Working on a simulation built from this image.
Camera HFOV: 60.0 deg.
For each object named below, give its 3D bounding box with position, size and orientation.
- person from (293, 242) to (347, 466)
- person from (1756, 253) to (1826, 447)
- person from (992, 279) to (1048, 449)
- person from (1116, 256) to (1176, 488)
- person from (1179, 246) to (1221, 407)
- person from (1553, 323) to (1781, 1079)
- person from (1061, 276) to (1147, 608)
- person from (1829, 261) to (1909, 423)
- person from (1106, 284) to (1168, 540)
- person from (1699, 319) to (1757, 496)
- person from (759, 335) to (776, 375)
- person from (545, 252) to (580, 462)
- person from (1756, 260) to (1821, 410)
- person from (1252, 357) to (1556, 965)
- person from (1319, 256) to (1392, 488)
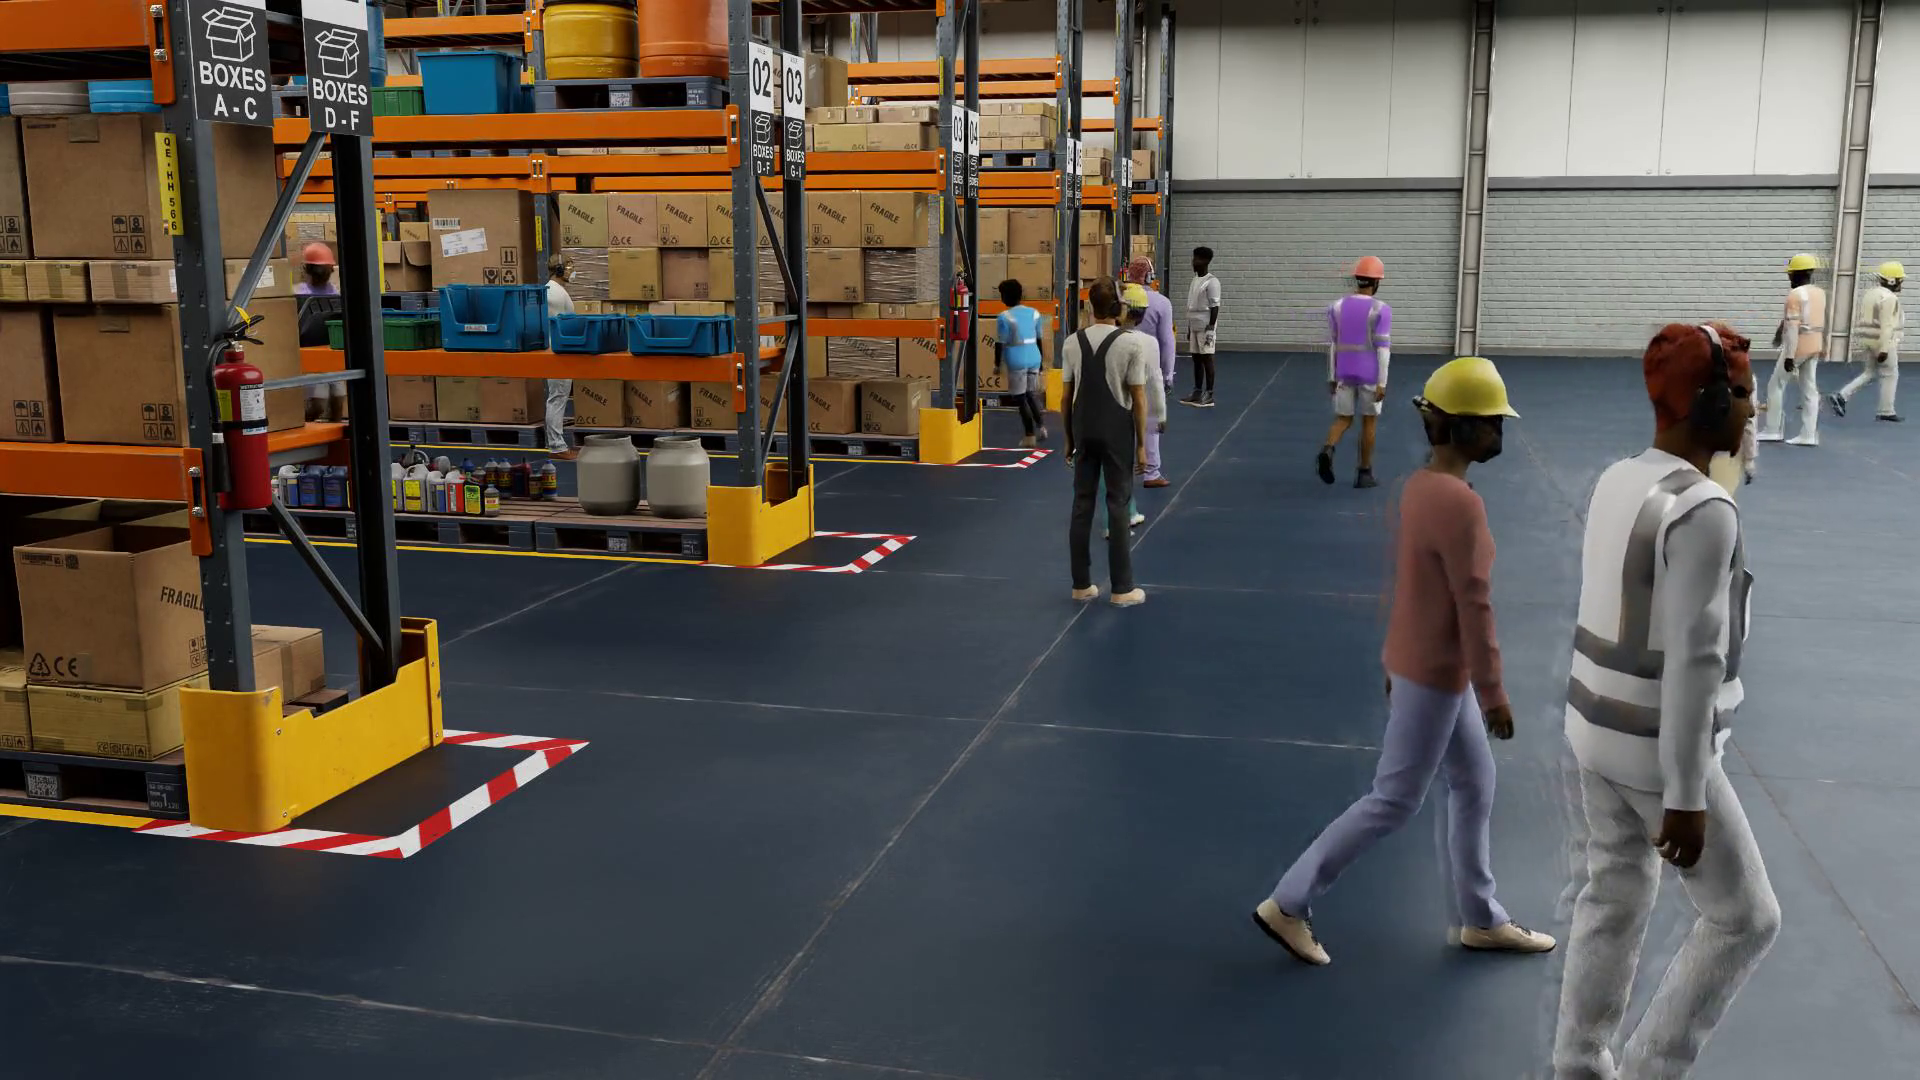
[{"bbox_3d":[-5.613,-1.588,14.591,0.560,2.028,0.606,7,13,35],"label":"person"},{"bbox_3d":[8.291,-1.897,16.618,0.623,1.898,0.762,-6,12,-32],"label":"person"},{"bbox_3d":[0.590,-1.722,16.328,0.582,1.662,0.447,-8,13,-39],"label":"person"},{"bbox_3d":[1.486,-1.384,13.782,0.650,1.906,0.401,6,12,29],"label":"person"},{"bbox_3d":[2.974,-2.628,20.503,0.367,1.967,0.603,-4,11,-19],"label":"person"},{"bbox_3d":[1.580,0.464,3.657,0.529,1.862,0.606,0,10,0],"label":"person"},{"bbox_3d":[0.807,-0.542,9.291,0.506,1.842,0.342,6,12,30],"label":"person"},{"bbox_3d":[10.266,-2.216,18.659,0.700,1.813,0.596,1,10,8],"label":"person"},{"bbox_3d":[1.212,-0.890,11.507,0.541,1.738,0.774,9,14,41],"label":"person"},{"bbox_3d":[4.407,-0.482,9.633,0.609,1.604,0.512,-7,12,-33],"label":"person"},{"bbox_3d":[-2.277,-2.479,19.503,0.405,2.035,0.606,3,11,17],"label":"person"},{"bbox_3d":[-3.707,-1.684,15.385,0.364,1.934,0.625,-3,11,-14],"label":"person"},{"bbox_3d":[10.029,-2.473,19.994,0.783,1.845,0.530,1,10,6],"label":"person"},{"bbox_3d":[1.258,0.353,4.622,0.855,1.729,0.524,1,10,7],"label":"person"},{"bbox_3d":[3.218,-1.351,13.573,0.559,1.917,0.673,9,13,40],"label":"person"}]
